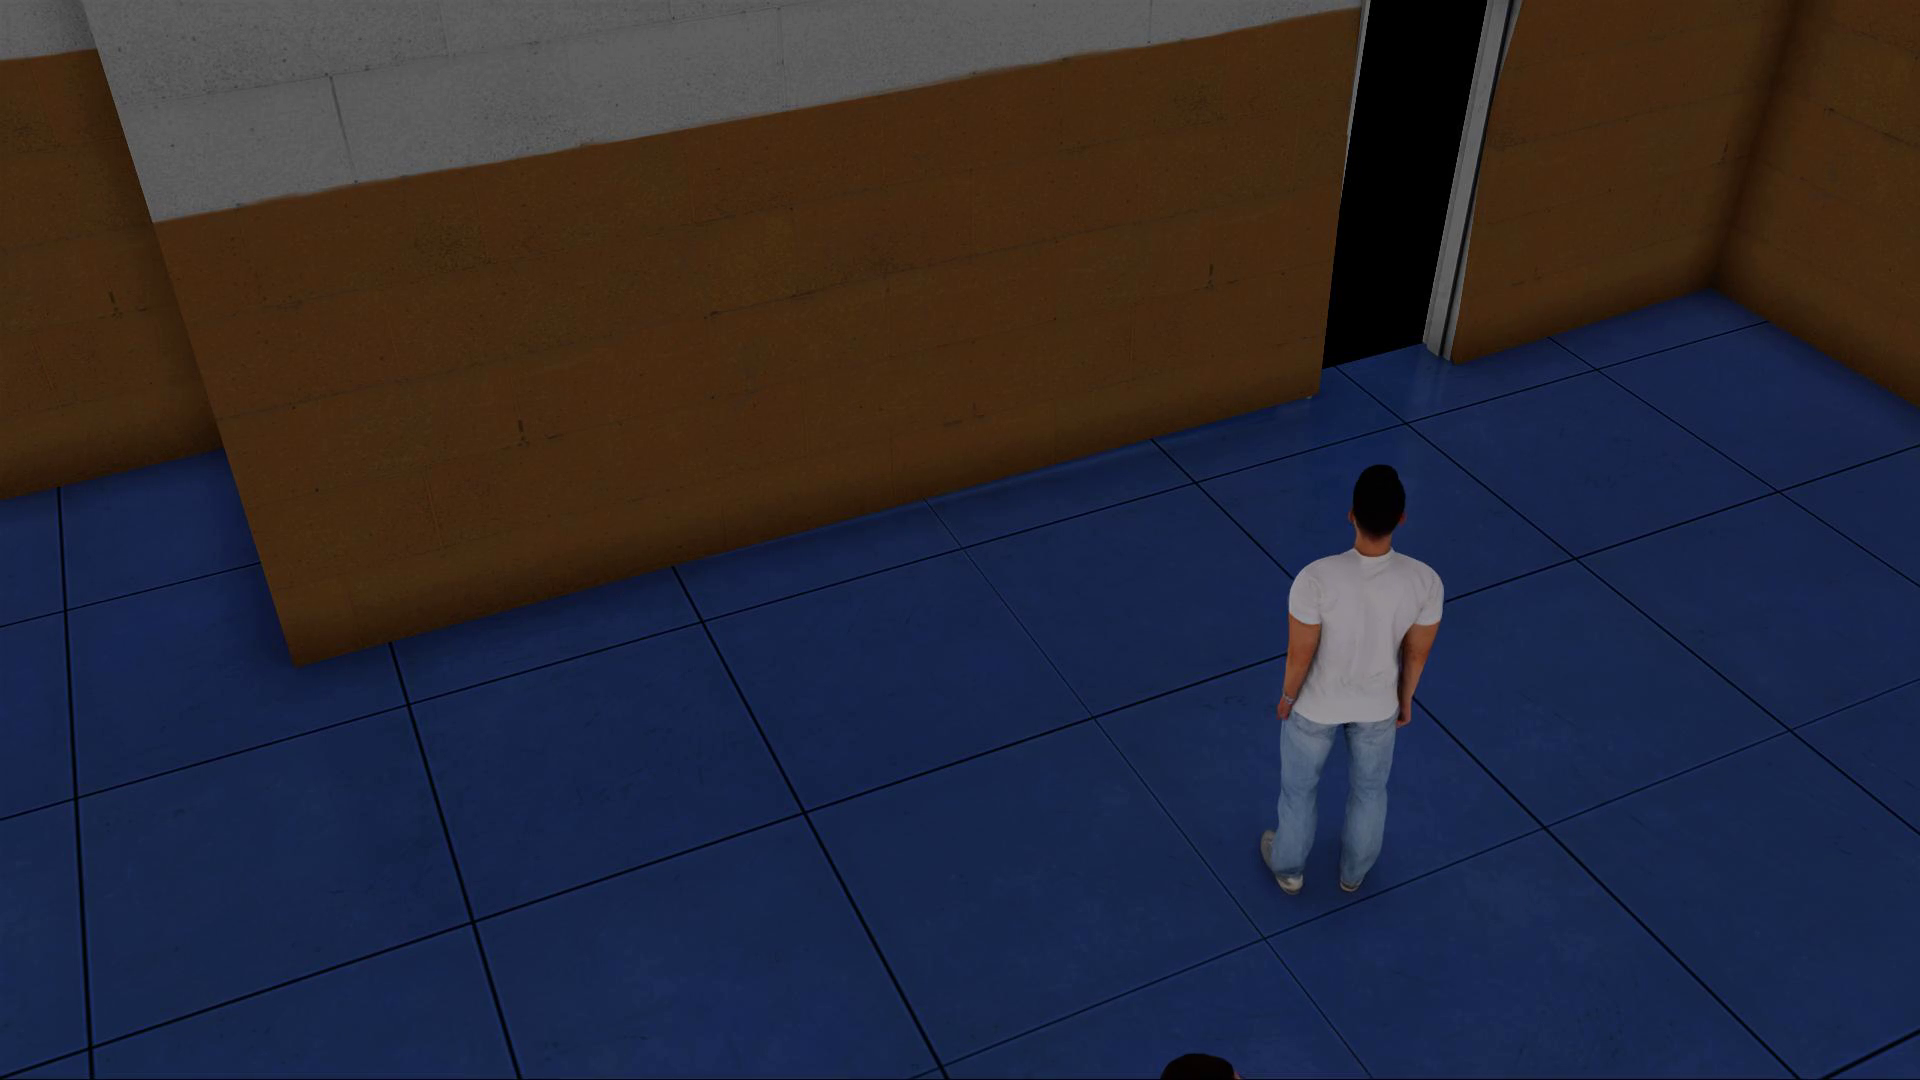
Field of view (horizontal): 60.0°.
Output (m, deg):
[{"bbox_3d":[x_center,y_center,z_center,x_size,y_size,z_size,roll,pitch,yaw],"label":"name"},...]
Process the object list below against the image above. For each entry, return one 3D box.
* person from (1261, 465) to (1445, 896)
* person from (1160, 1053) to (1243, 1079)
[{"bbox_3d":[1.373,0.546,5.921,0.748,1.862,0.712,0,37,0],"label":"person"},{"bbox_3d":[0.556,1.880,4.292,0.699,1.683,0.578,0,37,0],"label":"person"}]
